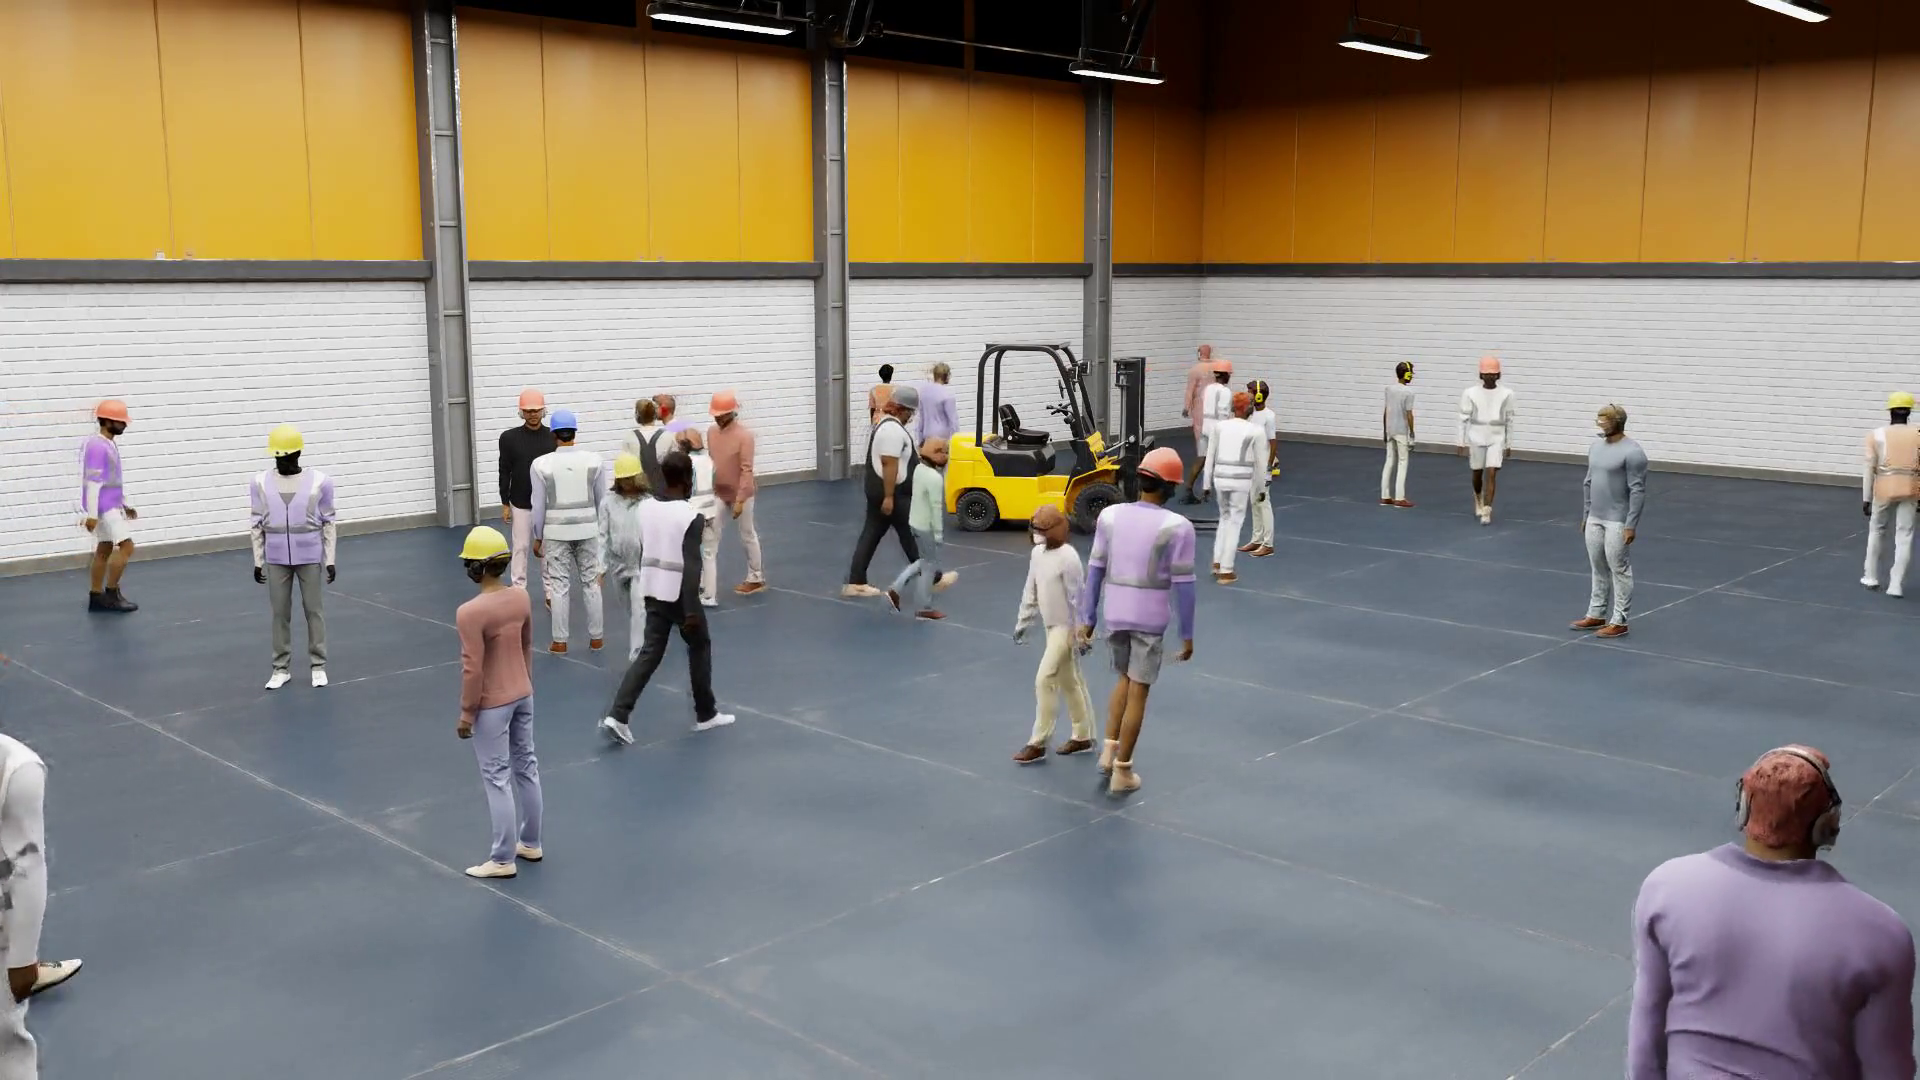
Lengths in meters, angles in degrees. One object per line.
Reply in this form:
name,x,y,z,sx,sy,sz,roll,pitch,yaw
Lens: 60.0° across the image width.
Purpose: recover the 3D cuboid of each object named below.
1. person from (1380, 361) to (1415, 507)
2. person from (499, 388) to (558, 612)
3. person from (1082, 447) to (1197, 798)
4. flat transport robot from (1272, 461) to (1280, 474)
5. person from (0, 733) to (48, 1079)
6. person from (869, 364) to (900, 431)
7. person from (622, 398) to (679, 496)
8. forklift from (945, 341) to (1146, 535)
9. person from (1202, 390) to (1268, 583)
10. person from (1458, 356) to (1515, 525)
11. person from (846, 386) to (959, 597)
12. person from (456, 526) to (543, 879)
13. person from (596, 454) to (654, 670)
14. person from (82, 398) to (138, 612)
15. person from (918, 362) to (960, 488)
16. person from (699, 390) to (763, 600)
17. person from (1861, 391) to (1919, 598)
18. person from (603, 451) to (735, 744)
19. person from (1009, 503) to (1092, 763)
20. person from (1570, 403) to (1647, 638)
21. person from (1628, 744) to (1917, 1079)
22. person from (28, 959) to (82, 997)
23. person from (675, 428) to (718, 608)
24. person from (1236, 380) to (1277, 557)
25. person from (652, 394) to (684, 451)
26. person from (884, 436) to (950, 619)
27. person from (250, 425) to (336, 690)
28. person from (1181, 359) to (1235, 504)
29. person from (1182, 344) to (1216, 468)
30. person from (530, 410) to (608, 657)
person,5.604,-1.347,21.247,0.326,1.863,0.523,-5,11,-29
person,-3.737,-0.338,14.632,0.610,1.996,0.384,-4,10,-21
person,1.040,0.469,9.638,0.633,2.003,0.637,7,11,36
flat transport robot,4.408,-1.166,24.984,0.652,0.197,1.431,1,9,5
person,-3.136,1.248,5.264,0.586,1.874,0.410,3,10,19
person,-1.036,-1.636,23.534,0.532,1.694,0.320,3,10,19
person,-2.866,-0.430,15.731,0.593,1.824,0.529,-1,9,-3
forklift,0.977,-1.223,19.452,2.313,2.155,1.214,2,9,11
person,2.682,-0.518,16.142,0.593,1.861,0.607,7,11,36
person,6.334,-1.218,20.021,0.622,2.007,0.986,3,10,18
person,-0.572,-0.480,15.366,1.059,2.000,0.744,-2,10,-14
person,-2.325,0.808,8.310,0.330,1.769,0.526,4,10,22
person,-2.409,0.208,12.229,0.486,1.687,0.951,1,9,5
person,-7.483,-0.296,14.655,0.572,1.907,0.548,-4,10,-22
person,-0.273,-1.262,20.657,1.035,1.889,0.649,-6,11,-34
person,-2.164,-0.405,15.209,0.655,1.935,0.996,7,12,37
person,8.733,-0.437,15.555,0.593,1.886,0.854,3,10,19
person,-1.905,0.365,10.701,0.606,1.884,0.957,7,12,38
person,0.524,0.570,10.243,0.725,1.601,0.518,-4,10,-21
person,5.371,-0.161,13.729,0.359,1.936,0.632,-3,10,-17
person,1.956,1.441,4.091,0.650,1.885,0.776,9,13,42
person,-4.094,1.084,6.724,0.865,1.724,0.539,-9,13,-44
person,-2.400,-0.201,14.917,0.556,1.616,0.528,6,11,34
person,3.162,-0.755,17.597,0.319,1.863,0.521,-2,10,-13
person,-2.932,-0.559,16.597,0.985,1.787,0.564,-1,9,-7
person,-0.335,-0.092,14.284,0.493,1.608,0.549,-4,10,-21
person,-4.816,0.125,12.032,0.584,1.919,0.381,-2,9,-10
person,3.268,-1.389,21.463,0.998,1.883,0.543,-5,11,-29
person,3.692,-2.040,25.394,0.651,1.888,0.426,-8,12,-40
person,-3.057,-0.051,13.051,0.604,1.938,0.402,-4,10,-23
